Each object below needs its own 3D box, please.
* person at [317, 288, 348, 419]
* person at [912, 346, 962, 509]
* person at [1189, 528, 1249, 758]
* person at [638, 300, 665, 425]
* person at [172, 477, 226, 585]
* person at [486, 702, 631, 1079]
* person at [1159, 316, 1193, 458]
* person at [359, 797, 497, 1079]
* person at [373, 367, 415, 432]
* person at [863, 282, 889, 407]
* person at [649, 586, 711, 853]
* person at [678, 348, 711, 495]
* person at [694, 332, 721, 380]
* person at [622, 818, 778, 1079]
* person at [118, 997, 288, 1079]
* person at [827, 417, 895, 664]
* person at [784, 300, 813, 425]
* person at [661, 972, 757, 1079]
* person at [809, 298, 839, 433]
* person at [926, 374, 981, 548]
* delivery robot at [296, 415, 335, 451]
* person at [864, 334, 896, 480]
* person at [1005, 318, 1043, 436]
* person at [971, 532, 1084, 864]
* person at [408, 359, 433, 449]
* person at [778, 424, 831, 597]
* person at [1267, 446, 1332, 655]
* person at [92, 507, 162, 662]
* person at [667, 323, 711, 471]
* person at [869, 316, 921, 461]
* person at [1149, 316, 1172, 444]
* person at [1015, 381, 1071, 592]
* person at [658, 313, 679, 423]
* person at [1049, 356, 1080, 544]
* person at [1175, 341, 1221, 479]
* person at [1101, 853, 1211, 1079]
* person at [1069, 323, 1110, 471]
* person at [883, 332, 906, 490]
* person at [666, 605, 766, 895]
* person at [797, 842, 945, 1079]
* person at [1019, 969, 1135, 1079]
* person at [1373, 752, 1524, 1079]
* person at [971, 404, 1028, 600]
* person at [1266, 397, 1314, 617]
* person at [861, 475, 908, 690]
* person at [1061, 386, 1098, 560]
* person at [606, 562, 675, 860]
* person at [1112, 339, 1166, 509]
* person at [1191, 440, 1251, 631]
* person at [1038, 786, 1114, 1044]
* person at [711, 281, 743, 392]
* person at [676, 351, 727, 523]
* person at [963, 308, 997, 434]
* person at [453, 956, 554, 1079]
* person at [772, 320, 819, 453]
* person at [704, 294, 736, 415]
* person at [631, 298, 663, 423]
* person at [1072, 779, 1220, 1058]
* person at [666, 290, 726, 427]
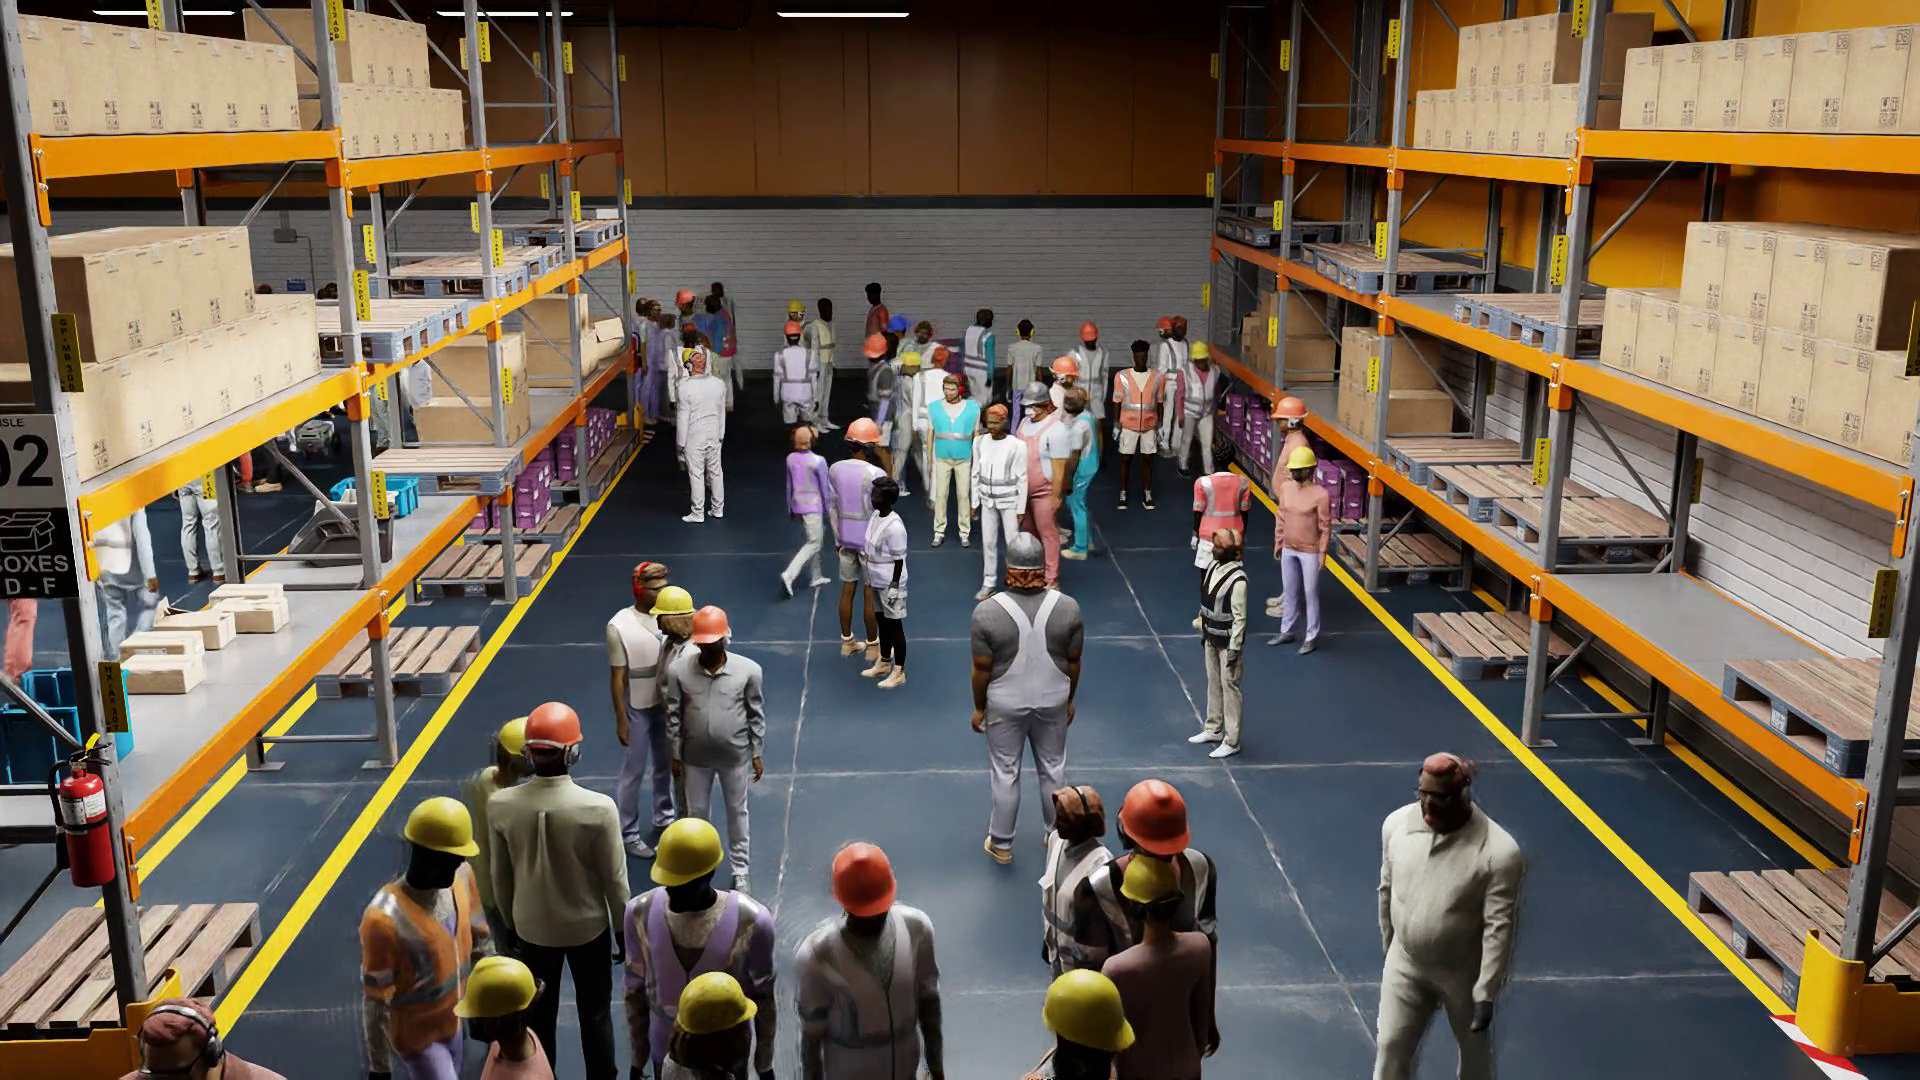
[{"bbox_3d":[-9.448,-2.799,24.912,0.372,1.940,0.630,8,17,30],"label":"person"},{"bbox_3d":[-0.257,-1.331,19.361,0.581,1.830,0.951,1,14,6],"label":"person"},{"bbox_3d":[1.852,0.712,11.717,0.308,1.645,0.514,-5,15,-18],"label":"person"},{"bbox_3d":[-4.504,-2.599,24.352,0.369,1.835,0.505,5,15,19],"label":"person"},{"bbox_3d":[-7.318,-0.525,15.983,0.627,1.940,0.376,3,15,12],"label":"person"},{"bbox_3d":[-1.726,1.667,7.274,0.609,1.992,0.383,2,14,6],"label":"person"},{"bbox_3d":[2.851,-2.015,21.954,0.431,1.871,0.613,13,19,42],"label":"person"},{"bbox_3d":[-2.037,1.903,6.546,0.561,1.890,0.595,4,15,14],"label":"person"},{"bbox_3d":[-8.148,-2.512,24.003,0.652,1.830,1.007,10,17,33],"label":"person"},{"bbox_3d":[-1.280,-2.980,25.580,0.372,1.959,0.603,-5,15,-19],"label":"person"},{"bbox_3d":[-1.674,1.117,9.927,0.294,1.744,0.486,-7,16,-26],"label":"person"},{"bbox_3d":[-3.156,-1.405,19.791,0.329,1.763,0.523,10,17,34],"label":"person"},{"bbox_3d":[-3.449,-1.978,22.314,0.501,1.628,0.269,2,14,6],"label":"person"},{"bbox_3d":[-0.986,1.942,6.332,0.588,1.923,0.383,1,14,5],"label":"person"},{"bbox_3d":[-2.306,2.269,5.095,0.639,1.902,0.407,-2,14,-8],"label":"person"},{"bbox_3d":[-0.798,0.003,13.704,0.608,2.044,0.378,10,17,34],"label":"person"},{"bbox_3d":[-2.367,-2.604,24.354,0.403,1.831,0.596,-12,19,-40],"label":"person"},{"bbox_3d":[-0.805,2.238,5.525,0.312,1.744,0.487,-10,17,-34],"label":"person"},{"bbox_3d":[-1.969,-2.505,23.798,0.371,1.916,0.597,6,15,21],"label":"person"},{"bbox_3d":[-0.069,-0.831,17.383,0.569,1.836,0.385,1,14,3],"label":"person"},{"bbox_3d":[-8.541,-1.413,22.040,0.477,0.478,0.707,-2,14,-7],"label":"delivery robot"},{"bbox_3d":[-0.966,-1.462,19.585,0.418,1.997,0.790,-4,15,-14],"label":"person"},{"bbox_3d":[0.844,-1.966,21.812,0.507,1.861,0.328,3,15,12],"label":"person"},{"bbox_3d":[0.377,0.940,10.029,0.675,2.000,0.537,-3,15,-10],"label":"person"},{"bbox_3d":[-6.821,-1.723,21.052,0.564,1.753,0.336,13,19,42],"label":"person"},{"bbox_3d":[-1.470,-0.282,15.672,0.517,1.612,0.708,13,20,42],"label":"person"},{"bbox_3d":[2.848,0.082,13.947,0.326,1.767,0.533,-12,19,-40],"label":"person"},{"bbox_3d":[-6.601,0.225,13.093,0.616,1.907,0.454,2,14,8],"label":"person"},{"bbox_3d":[-3.429,-1.818,21.174,0.572,1.881,0.356,-6,15,-21],"label":"person"},{"bbox_3d":[-0.800,-1.989,21.808,0.996,1.892,0.638,-5,15,-19],"label":"person"},{"bbox_3d":[2.806,-2.223,23.020,0.343,1.749,0.572,8,16,29],"label":"person"},{"bbox_3d":[0.701,-0.499,15.679,0.536,2.000,0.697,-9,17,-30],"label":"person"},{"bbox_3d":[-4.198,-2.515,24.412,0.463,1.621,0.527,-6,15,-21],"label":"person"},{"bbox_3d":[1.056,-0.954,17.585,0.413,1.984,0.619,2,14,7],"label":"person"},{"bbox_3d":[2.925,-1.567,20.386,0.619,1.772,0.946,-3,15,-12],"label":"person"},{"bbox_3d":[0.722,2.024,6.347,0.519,1.754,0.366,-10,17,-34],"label":"person"},{"bbox_3d":[1.657,-1.834,21.267,0.537,1.866,0.990,-1,14,-3],"label":"person"},{"bbox_3d":[-0.811,-1.539,20.005,0.392,1.920,0.593,-5,15,-17],"label":"person"},{"bbox_3d":[-1.396,1.213,9.527,0.563,1.751,0.341,0,14,-1],"label":"person"},{"bbox_3d":[-0.364,1.962,6.303,0.567,1.905,0.844,-9,17,-32],"label":"person"},{"bbox_3d":[0.346,2.215,5.270,0.387,1.924,0.598,8,17,30],"label":"person"},{"bbox_3d":[2.030,1.791,7.067,0.640,1.857,1.001,11,18,36],"label":"person"},{"bbox_3d":[0.367,-0.335,15.371,0.576,1.875,0.365,9,17,32],"label":"person"},{"bbox_3d":[2.979,-0.304,15.008,0.385,1.994,0.614,3,15,10],"label":"person"},{"bbox_3d":[-0.590,0.325,13.123,0.318,1.700,0.535,-7,16,-26],"label":"person"},{"bbox_3d":[1.205,-0.661,16.789,0.373,1.825,0.563,2,14,9],"label":"person"},{"bbox_3d":[-1.915,1.012,10.162,0.383,1.834,0.571,10,17,34],"label":"person"},{"bbox_3d":[2.046,-1.321,19.050,0.613,1.965,0.361,-1,14,-3],"label":"person"},{"bbox_3d":[2.280,-0.033,14.549,0.536,1.693,0.319,-3,15,-12],"label":"person"},{"bbox_3d":[0.522,1.842,7.287,0.311,1.638,0.523,-8,16,-28],"label":"person"},{"bbox_3d":[-3.892,-3.331,27.279,0.549,1.838,0.563,11,18,36],"label":"person"},{"bbox_3d":[-2.891,-1.141,18.461,0.406,1.910,0.639,13,19,42],"label":"person"},{"bbox_3d":[0.238,-2.347,23.378,0.564,1.817,0.633,-12,18,-39],"label":"person"},{"bbox_3d":[-1.483,2.211,5.589,0.316,1.767,0.535,-7,16,-26],"label":"person"},{"bbox_3d":[-2.090,-1.827,21.111,0.581,1.925,0.438,-2,14,-7],"label":"person"},{"bbox_3d":[-3.619,-2.811,25.216,0.445,1.824,0.675,-1,14,-5],"label":"person"},{"bbox_3d":[-4.633,-2.627,24.425,0.517,1.842,0.326,3,15,13],"label":"person"},{"bbox_3d":[0.731,1.866,6.434,0.608,2.029,0.407,-6,15,-22],"label":"person"},{"bbox_3d":[-3.866,-2.678,24.371,0.629,1.989,1.074,11,18,38],"label":"person"}]
